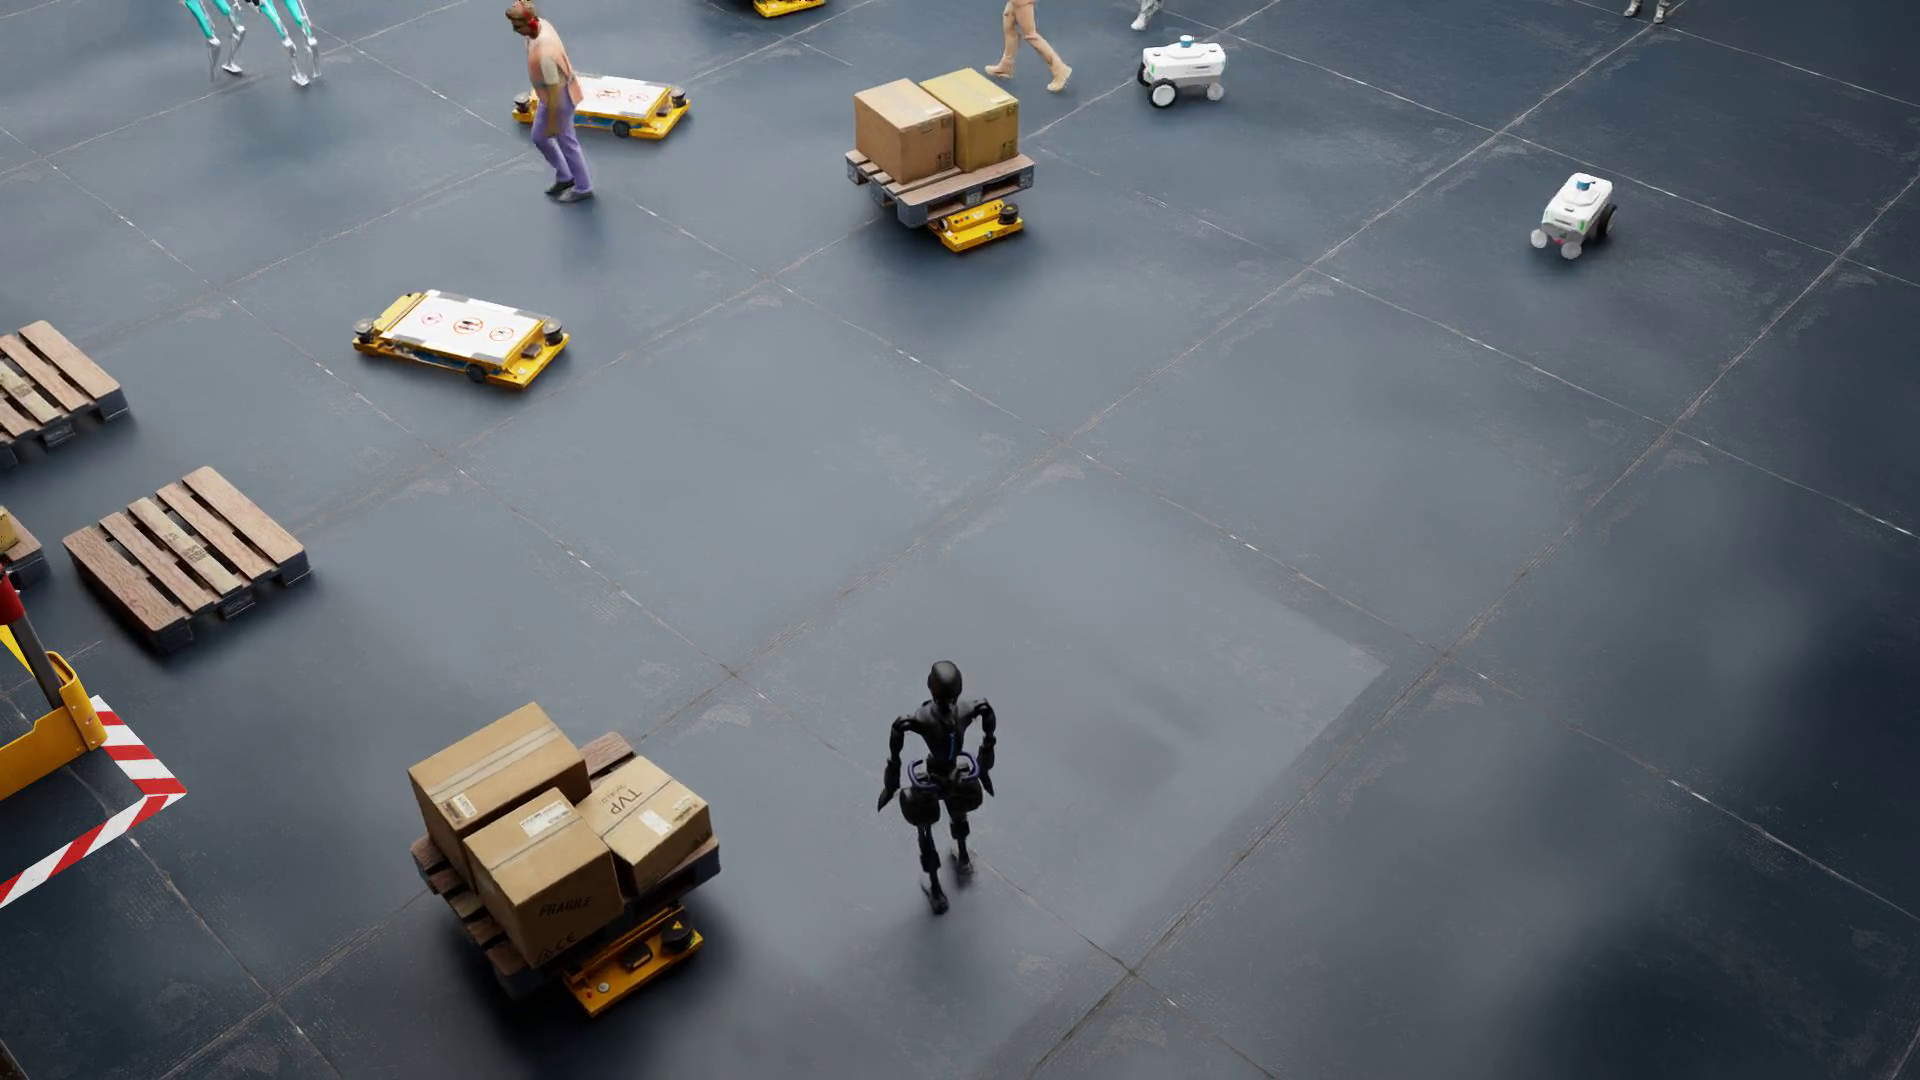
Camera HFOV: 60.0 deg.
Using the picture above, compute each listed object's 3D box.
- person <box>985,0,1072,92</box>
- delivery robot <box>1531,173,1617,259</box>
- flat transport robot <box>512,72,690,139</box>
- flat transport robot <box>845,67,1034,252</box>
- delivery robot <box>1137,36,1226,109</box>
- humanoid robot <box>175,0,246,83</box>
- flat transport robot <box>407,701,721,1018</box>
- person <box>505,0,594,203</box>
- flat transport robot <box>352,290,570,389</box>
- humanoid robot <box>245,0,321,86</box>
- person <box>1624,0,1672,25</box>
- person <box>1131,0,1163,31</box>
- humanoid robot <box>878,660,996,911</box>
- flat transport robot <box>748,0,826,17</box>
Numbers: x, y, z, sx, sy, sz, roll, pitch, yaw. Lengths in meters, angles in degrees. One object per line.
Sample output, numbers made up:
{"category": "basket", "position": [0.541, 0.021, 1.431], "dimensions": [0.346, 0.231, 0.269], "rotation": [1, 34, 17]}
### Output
{"category": "person", "position": [0.640, -4.896, 14.902], "dimensions": [0.800, 1.707, 0.513], "rotation": [9, 43, 10]}
{"category": "delivery robot", "position": [4.900, -2.613, 13.218], "dimensions": [0.500, 0.596, 0.767], "rotation": [24, 47, 24]}
{"category": "flat transport robot", "position": [-3.202, -3.886, 14.845], "dimensions": [1.431, 0.231, 0.659], "rotation": [10, 43, 11]}
{"category": "flat transport robot", "position": [-0.160, -2.848, 13.692], "dimensions": [0.659, 0.231, 1.431], "rotation": [-24, 47, -24]}
{"category": "delivery robot", "position": [2.013, -4.268, 15.043], "dimensions": [0.769, 0.577, 0.499], "rotation": [-6, 42, -7]}
{"category": "humanoid robot", "position": [-6.779, -4.940, 14.968], "dimensions": [0.659, 1.865, 0.541], "rotation": [28, 49, 27]}
{"category": "flat transport robot", "position": [-1.996, 1.762, 8.568], "dimensions": [0.659, 0.231, 1.431], "rotation": [-30, 50, -29]}
{"category": "person", "position": [-3.261, -3.468, 13.229], "dimensions": [0.533, 1.807, 0.635], "rotation": [-15, 44, -16]}
{"category": "flat transport robot", "position": [-3.660, -1.490, 12.182], "dimensions": [1.431, 0.231, 0.659], "rotation": [14, 44, 15]}
{"category": "humanoid robot", "position": [-6.083, -4.830, 14.823], "dimensions": [0.548, 1.786, 0.819], "rotation": [-26, 48, -26]}
{"category": "person", "position": [6.785, -5.887, 15.904], "dimensions": [0.569, 1.831, 0.408], "rotation": [19, 45, 20]}
{"category": "person", "position": [1.807, -5.753, 15.843], "dimensions": [0.492, 1.709, 0.823], "rotation": [29, 49, 28]}
{"category": "humanoid robot", "position": [-0.113, 1.192, 8.155], "dimensions": [0.586, 1.655, 0.346], "rotation": [-12, 43, -13]}
{"category": "flat transport robot", "position": [-1.974, -5.700, 16.861], "dimensions": [0.659, 0.231, 1.431], "rotation": [-21, 46, -22]}
